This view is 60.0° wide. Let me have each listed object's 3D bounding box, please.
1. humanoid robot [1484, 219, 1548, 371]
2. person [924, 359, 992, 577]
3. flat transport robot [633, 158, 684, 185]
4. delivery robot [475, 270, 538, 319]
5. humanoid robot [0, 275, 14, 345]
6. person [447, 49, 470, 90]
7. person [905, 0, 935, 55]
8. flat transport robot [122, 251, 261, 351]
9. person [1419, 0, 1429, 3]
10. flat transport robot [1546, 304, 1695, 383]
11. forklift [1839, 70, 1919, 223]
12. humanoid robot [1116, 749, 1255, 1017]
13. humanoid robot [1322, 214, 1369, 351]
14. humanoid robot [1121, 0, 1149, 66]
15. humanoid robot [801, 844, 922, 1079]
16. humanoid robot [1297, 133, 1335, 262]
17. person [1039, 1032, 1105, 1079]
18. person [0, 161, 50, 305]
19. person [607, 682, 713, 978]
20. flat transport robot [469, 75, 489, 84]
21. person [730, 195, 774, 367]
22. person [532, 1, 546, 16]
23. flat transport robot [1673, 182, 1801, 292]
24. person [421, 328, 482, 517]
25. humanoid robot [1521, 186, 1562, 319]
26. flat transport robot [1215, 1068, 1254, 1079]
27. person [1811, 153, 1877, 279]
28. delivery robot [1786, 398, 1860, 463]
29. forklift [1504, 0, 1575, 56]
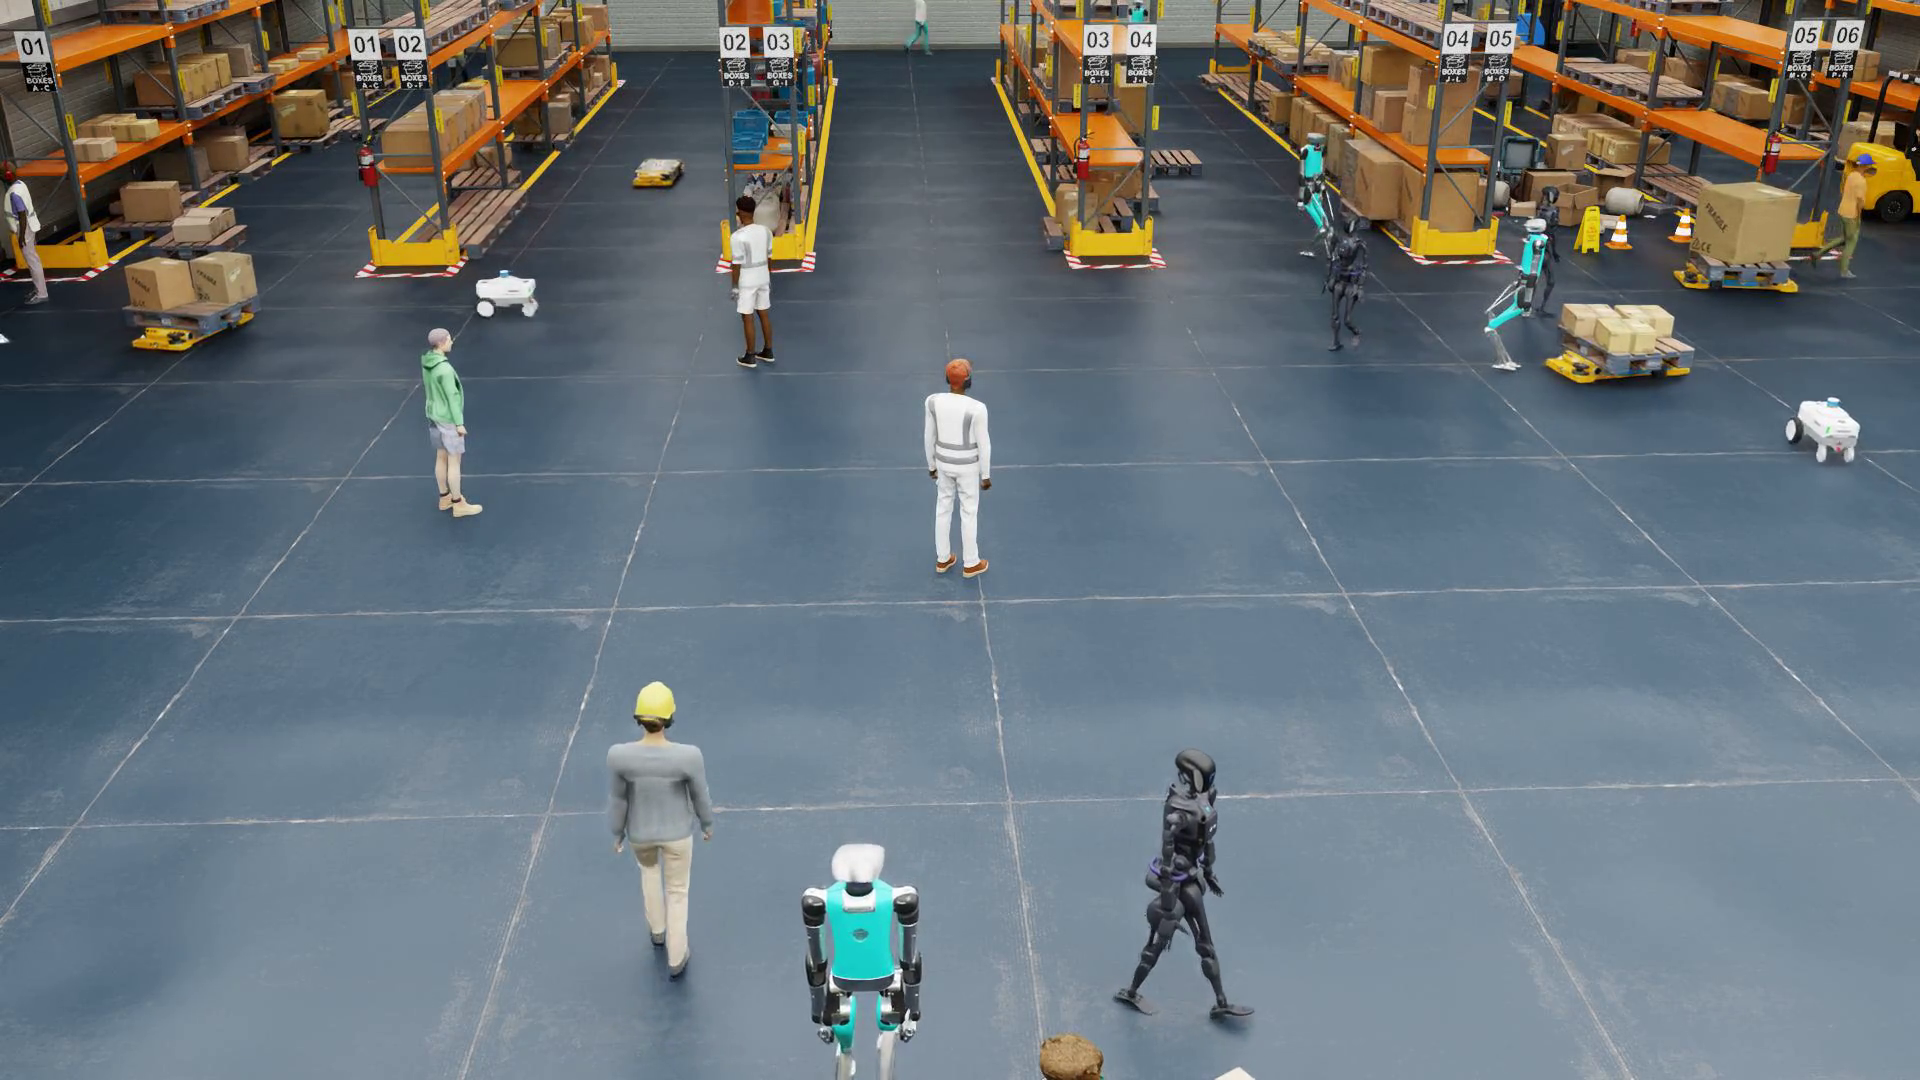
[{"bbox_3d":[6.193,-2.762,18.807,0.681,1.749,0.545,4,24,9],"label":"humanoid robot"},{"bbox_3d":[-0.009,-0.597,13.830,0.582,1.882,0.348,11,26,24],"label":"person"},{"bbox_3d":[-5.210,-6.370,28.785,0.659,0.231,1.431,0,24,0],"label":"flat transport robot"},{"bbox_3d":[-5.787,-3.115,21.143,0.816,0.613,0.499,-2,24,-4],"label":"delivery robot"},{"bbox_3d":[-11.666,-3.152,19.684,0.686,1.750,0.537,-5,24,-11],"label":"humanoid robot"},{"bbox_3d":[-11.254,-10.878,37.204,0.547,1.659,0.837,-1,24,-3],"label":"person"},{"bbox_3d":[-1.028,-13.258,42.449,0.682,1.738,0.522,-11,26,-23],"label":"person"},{"bbox_3d":[-9.379,-2.621,20.362,0.659,0.231,1.431,6,25,12],"label":"flat transport robot"},{"bbox_3d":[11.662,-12.992,41.786,0.395,1.799,0.585,-6,25,-14],"label":"person"},{"bbox_3d":[7.534,-2.022,19.017,1.431,0.231,0.659,-5,25,-12],"label":"flat transport robot"},{"bbox_3d":[15.132,-6.143,25.915,2.313,2.155,1.214,-1,24,-2],"label":"forklift"},{"bbox_3d":[1.201,1.824,8.677,0.754,1.626,0.601,15,28,30],"label":"humanoid robot"},{"bbox_3d":[4.566,-3.044,19.574,0.584,1.640,0.451,22,32,40],"label":"humanoid robot"},{"bbox_3d":[4.001,-11.666,38.896,0.530,1.789,0.786,17,29,34],"label":"humanoid robot"},{"bbox_3d":[-0.443,2.127,7.907,0.534,1.817,0.682,0,24,-1],"label":"humanoid robot"},{"bbox_3d":[5.127,-4.750,23.459,0.542,1.894,0.776,-19,30,-36],"label":"humanoid robot"},{"bbox_3d":[0.369,2.680,6.428,0.351,1.914,0.498,3,24,7],"label":"person"},{"bbox_3d":[-12.078,-3.976,21.469,0.390,1.844,0.565,-12,27,-25],"label":"person"},{"bbox_3d":[-1.626,1.551,9.166,0.541,1.746,0.603,0,24,1],"label":"person"},{"bbox_3d":[-10.698,-10.498,38.062,0.659,0.231,1.431,7,25,15],"label":"flat transport robot"},{"bbox_3d":[-2.383,-2.967,19.073,0.377,1.958,0.596,17,29,34],"label":"person"},{"bbox_3d":[-10.296,-12.605,40.841,0.398,1.857,0.559,19,30,36],"label":"person"},{"bbox_3d":[10.452,-3.537,22.421,1.431,0.231,0.659,4,24,8],"label":"flat transport robot"},{"bbox_3d":[-4.653,-1.066,15.054,0.315,1.742,0.478,-21,31,-38],"label":"person"},{"bbox_3d":[7.305,-3.611,20.846,0.593,1.652,0.335,-21,32,-39],"label":"humanoid robot"},{"bbox_3d":[1.244,3.288,7.085,1.431,0.231,0.659,-15,28,-31],"label":"flat transport robot"},{"bbox_3d":[12.054,-4.415,22.601,0.543,1.666,0.489,2,24,5],"label":"person"},{"bbox_3d":[8.682,-1.132,16.660,0.499,0.591,0.781,1,24,3],"label":"delivery robot"},{"bbox_3d":[14.700,-13.805,42.301,1.873,2.768,1.129,-1,24,-2],"label":"forklift"}]
